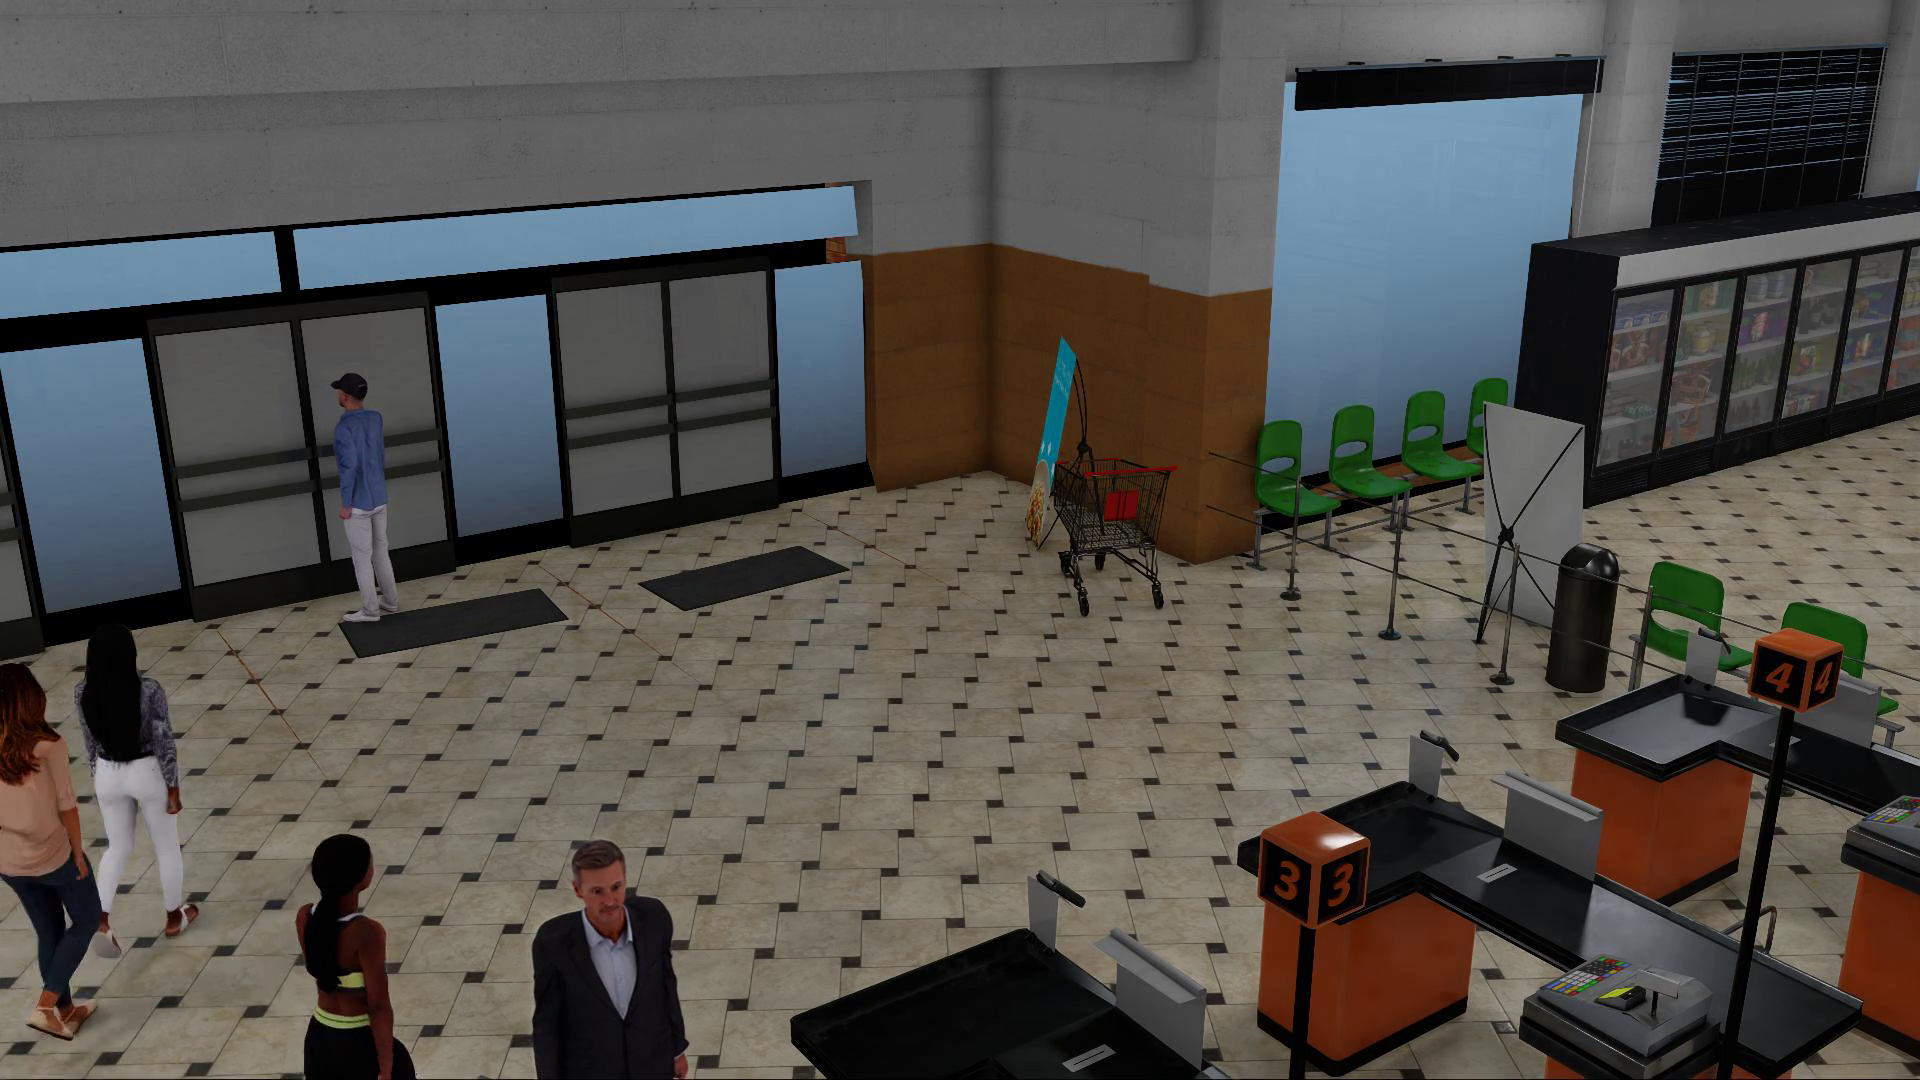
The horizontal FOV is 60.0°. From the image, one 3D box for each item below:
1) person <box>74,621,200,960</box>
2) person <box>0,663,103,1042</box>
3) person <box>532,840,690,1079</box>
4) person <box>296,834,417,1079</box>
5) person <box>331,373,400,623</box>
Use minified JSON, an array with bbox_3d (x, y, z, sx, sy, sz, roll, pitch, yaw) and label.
[{"bbox_3d":[-4.016,1.231,8.013,0.921,1.712,1.045,0,19,1],"label":"person"},{"bbox_3d":[-4.072,1.445,7.284,0.820,1.771,0.903,2,19,4],"label":"person"},{"bbox_3d":[-1.221,1.877,5.897,0.724,1.839,0.567,-12,22,-31],"label":"person"},{"bbox_3d":[-2.242,1.923,5.964,1.057,1.709,1.058,5,19,14],"label":"person"},{"bbox_3d":[-4.425,-0.317,12.327,0.777,1.888,0.743,5,19,16],"label":"person"}]
